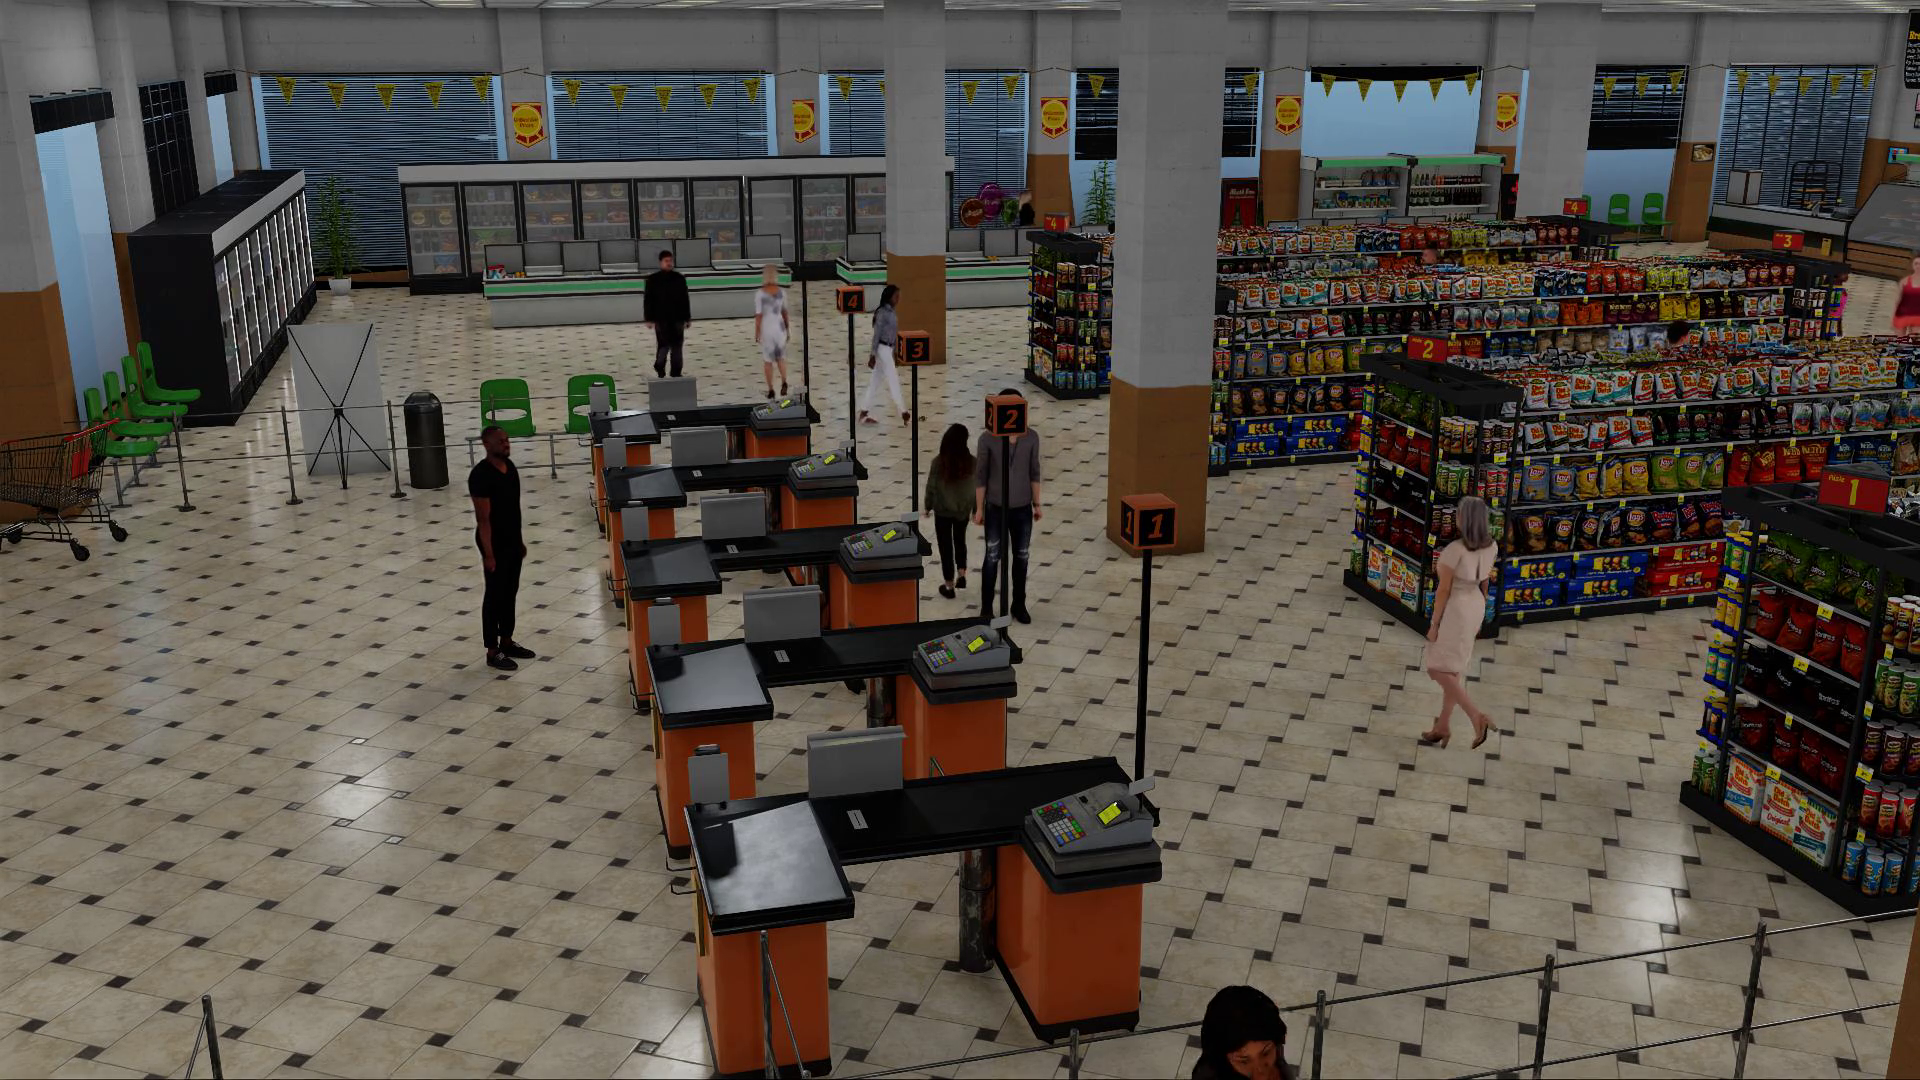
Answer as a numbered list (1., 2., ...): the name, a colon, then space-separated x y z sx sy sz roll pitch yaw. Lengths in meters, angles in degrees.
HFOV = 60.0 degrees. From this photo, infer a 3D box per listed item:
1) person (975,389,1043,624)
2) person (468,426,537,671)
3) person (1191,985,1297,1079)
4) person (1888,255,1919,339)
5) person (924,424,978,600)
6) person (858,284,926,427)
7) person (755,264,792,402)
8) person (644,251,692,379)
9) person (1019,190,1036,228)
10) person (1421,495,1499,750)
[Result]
1. person: 0.381 -0.275 13.189 0.508 1.903 0.771 -3 17 -10
2. person: -3.400 0.038 12.303 0.743 1.819 0.742 5 18 16
3. person: 0.887 2.163 5.314 0.899 1.815 0.840 4 17 14
4. person: 12.722 -2.940 22.295 1.112 1.711 1.159 9 19 28
5. person: -0.030 -0.218 13.750 0.504 1.468 0.679 -7 18 -21
6. person: -0.998 -2.182 19.864 1.202 1.674 1.023 6 18 20
7. person: -2.364 -2.630 21.234 0.654 1.735 0.708 -8 19 -25
8. person: -3.890 -2.933 22.084 0.740 1.821 0.889 -9 19 -28
9. person: 1.186 -5.903 32.108 0.702 1.680 0.617 -4 17 -14
10. person: 3.251 0.582 10.676 0.874 1.724 0.802 -10 19 -29
